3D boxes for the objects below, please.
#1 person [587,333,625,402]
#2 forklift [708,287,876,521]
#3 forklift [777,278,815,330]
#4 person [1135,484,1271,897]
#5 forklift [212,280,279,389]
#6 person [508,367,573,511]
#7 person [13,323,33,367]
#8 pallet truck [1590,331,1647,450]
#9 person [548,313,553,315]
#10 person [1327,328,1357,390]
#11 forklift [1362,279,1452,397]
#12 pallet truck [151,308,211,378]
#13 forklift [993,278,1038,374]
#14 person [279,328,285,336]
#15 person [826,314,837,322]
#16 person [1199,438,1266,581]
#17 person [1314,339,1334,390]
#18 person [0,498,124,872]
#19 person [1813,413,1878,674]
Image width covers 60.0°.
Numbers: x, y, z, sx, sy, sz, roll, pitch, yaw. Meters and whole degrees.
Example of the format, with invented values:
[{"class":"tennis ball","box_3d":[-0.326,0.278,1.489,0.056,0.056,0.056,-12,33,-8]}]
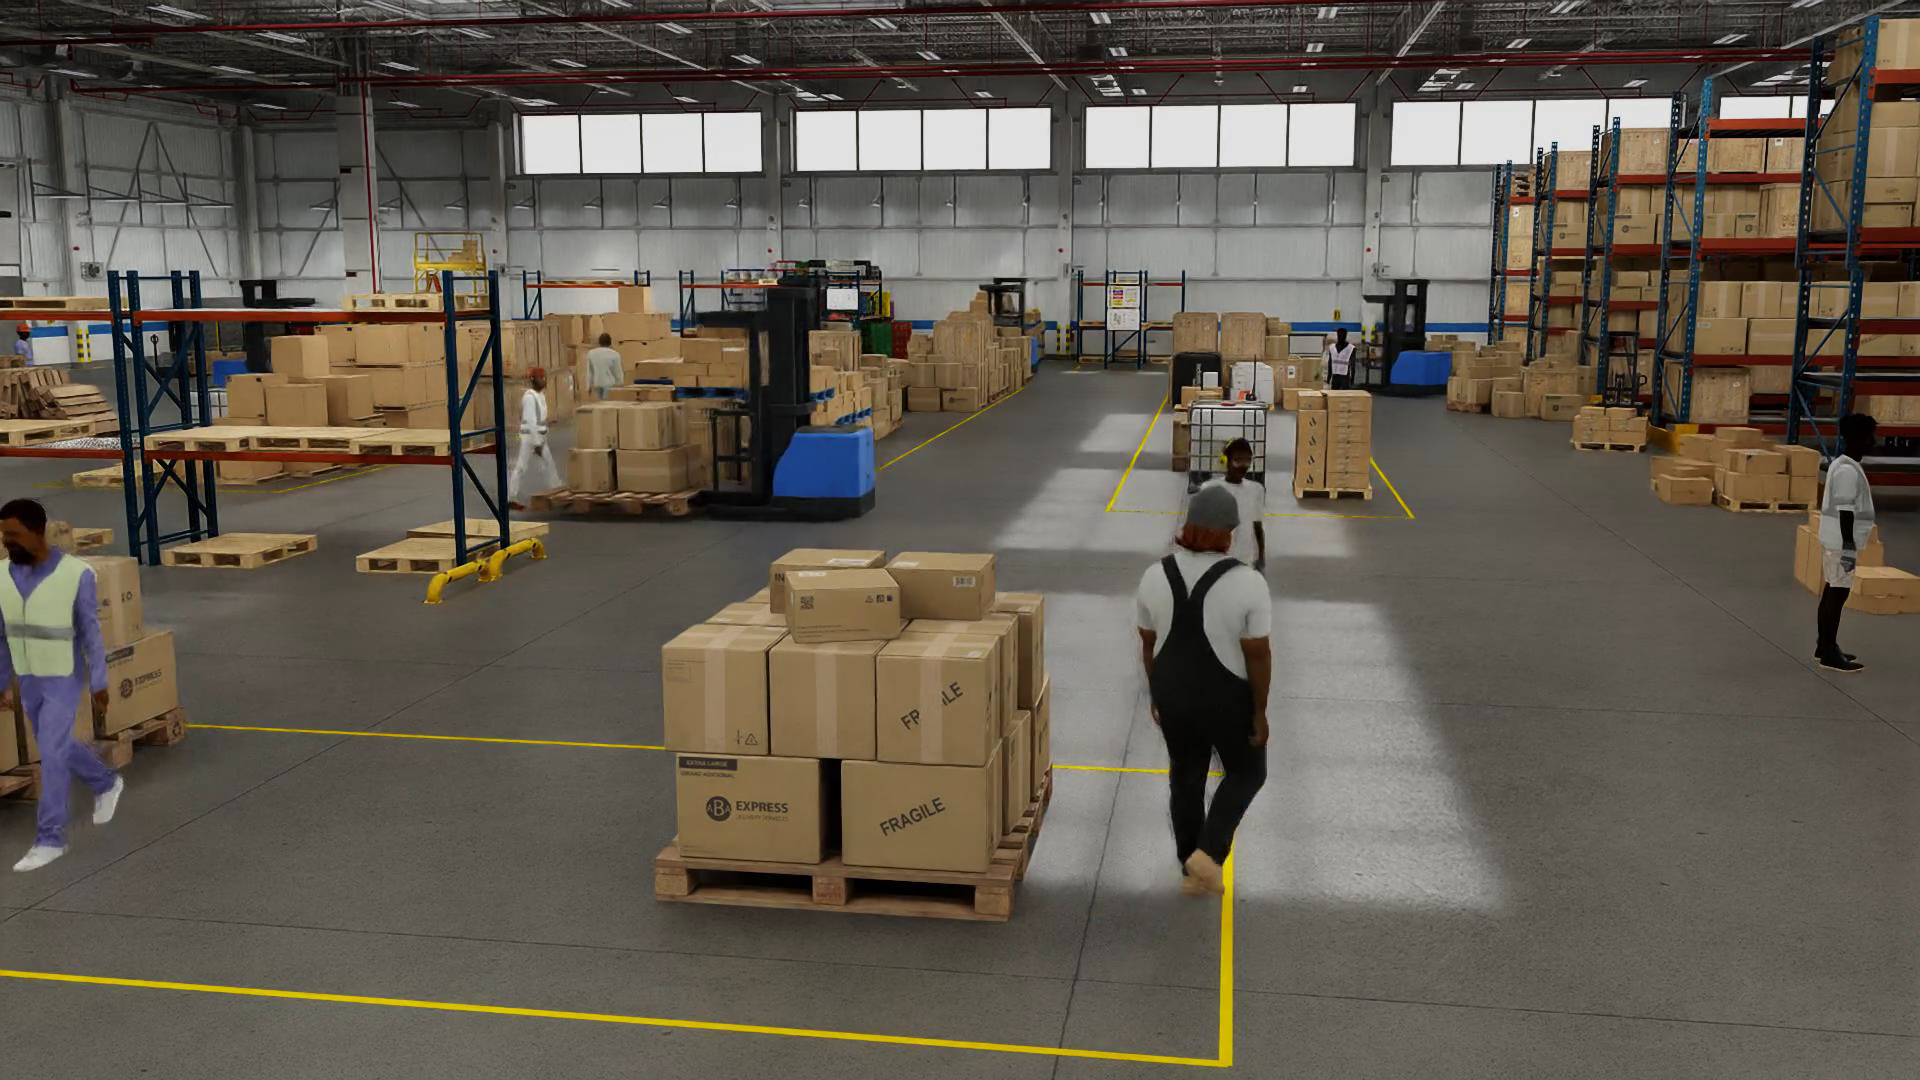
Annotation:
[{"class":"person","box_3d":[-6.327,-2.783,30.063,0.654,1.902,0.938,3,10,20]},{"class":"forklift","box_3d":[-2.050,-1.695,20.366,1.873,2.768,1.129,1,9,9]},{"class":"forklift","box_3d":[-4.169,-5.272,42.430,1.129,2.768,1.873,3,10,15]},{"class":"person","box_3d":[1.201,0.728,8.008,0.707,2.000,0.547,7,11,35]},{"class":"forklift","box_3d":[-15.176,-4.253,36.142,1.873,2.768,1.129,1,9,9]},{"class":"person","box_3d":[-5.338,-1.261,20.954,1.001,1.824,0.596,1,9,6]},{"class":"person","box_3d":[-19.511,-3.555,34.737,0.359,1.939,0.542,-2,9,-13]},{"class":"pallet truck","box_3d":[11.253,-2.573,28.499,0.823,1.965,1.885,5,10,27]},{"class":"person","box_3d":[-10.562,-4.938,43.283,0.373,1.936,0.627,-2,9,-11]},{"class":"person","box_3d":[7.553,-3.239,32.894,0.592,1.910,0.386,9,13,44]},{"class":"forklift","box_3d":[10.871,-4.906,40.171,1.129,2.768,1.873,-7,11,-35]},{"class":"pallet truck","box_3d":[-21.869,-5.598,47.154,0.823,1.965,1.885,4,10,26]},{"class":"forklift","box_3d":[1.443,-6.129,47.715,1.129,2.768,1.873,4,10,24]},{"class":"person","box_3d":[-16.430,-4.316,40.375,0.551,1.623,0.412,-3,10,-16]},{"class":"person","box_3d":[-3.359,-5.188,45.033,0.968,1.862,0.548,-1,9,-5]},{"class":"person","box_3d":[1.944,0.178,11.984,0.544,1.852,0.449,-1,9,-9]},{"class":"person","box_3d":[7.700,-3.419,34.939,0.748,1.602,0.515,-2,9,-11]},{"class":"person","box_3d":[-4.749,0.695,8.738,0.618,1.880,0.916,2,9,10]},{"class":"person","box_3d":[6.730,0.013,12.642,0.367,1.966,0.603,4,10,22]}]
